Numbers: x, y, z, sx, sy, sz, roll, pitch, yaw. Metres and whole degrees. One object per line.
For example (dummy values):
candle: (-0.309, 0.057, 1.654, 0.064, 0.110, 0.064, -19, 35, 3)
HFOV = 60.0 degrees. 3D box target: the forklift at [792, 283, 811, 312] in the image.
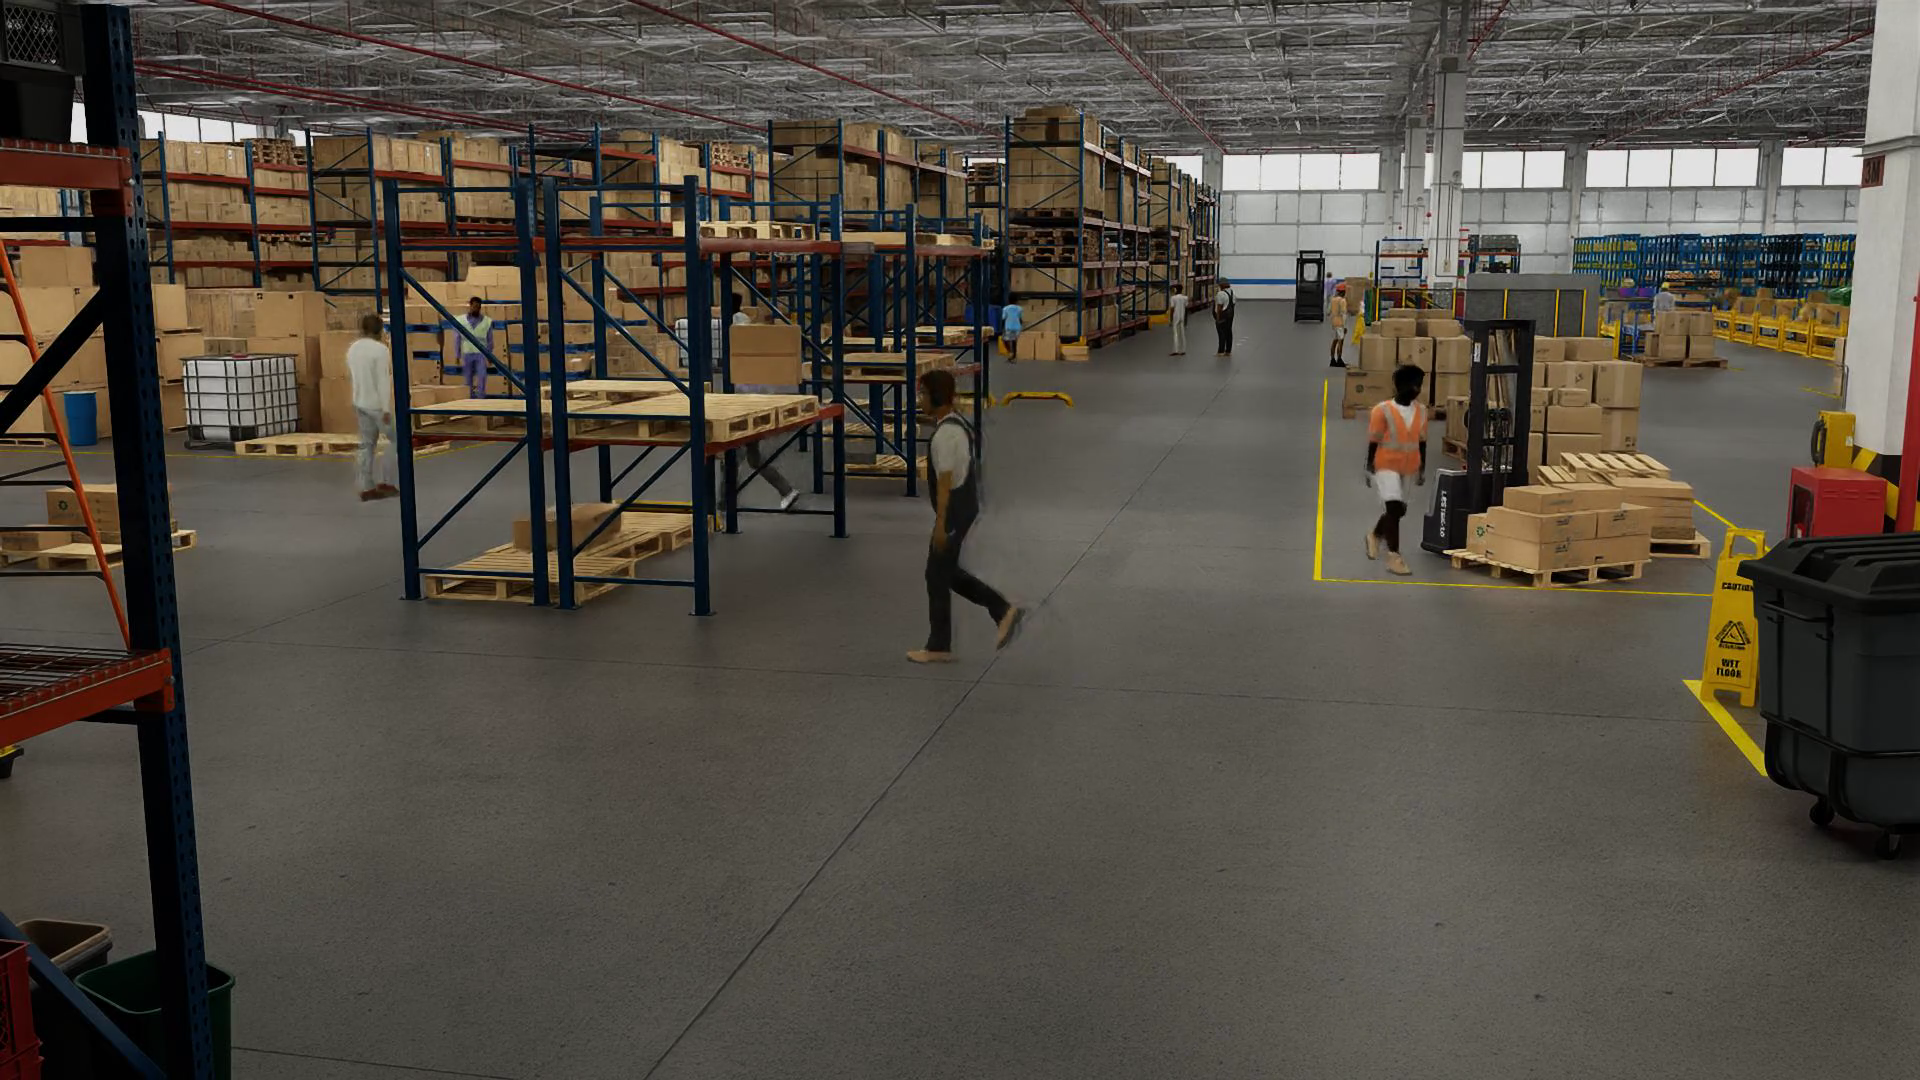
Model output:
forklift: (-7.024, -11.815, 76.169, 1.129, 2.768, 1.873, 2, 10, 12)

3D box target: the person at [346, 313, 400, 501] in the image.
person: (-5.985, -1.367, 17.117, 0.651, 1.921, 0.589, 7, 12, 34)

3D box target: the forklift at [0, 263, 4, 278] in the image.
forklift: (-27.267, -6.828, 46.638, 1.129, 2.768, 1.873, 2, 10, 12)

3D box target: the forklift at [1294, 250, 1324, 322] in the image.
forklift: (13.778, -10.002, 65.433, 1.129, 2.768, 1.873, 2, 10, 12)

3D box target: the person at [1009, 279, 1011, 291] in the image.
person: (1.562, -7.629, 54.470, 0.648, 1.840, 1.045, 3, 10, 15)

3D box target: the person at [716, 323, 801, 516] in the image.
person: (-2.014, -1.155, 16.047, 0.889, 1.880, 0.592, 1, 10, 6)

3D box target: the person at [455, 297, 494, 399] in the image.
person: (-7.918, -3.030, 27.129, 0.613, 1.885, 0.687, -3, 10, -16)

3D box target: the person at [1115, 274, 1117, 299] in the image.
person: (8.615, -13.773, 91.323, 0.501, 1.683, 0.904, 4, 10, 21)

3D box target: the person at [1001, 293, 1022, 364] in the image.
person: (1.228, -5.008, 39.401, 0.539, 1.681, 0.360, -3, 10, -19)

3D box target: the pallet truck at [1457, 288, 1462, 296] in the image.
pallet truck: (20.506, -9.785, 68.819, 0.653, 1.274, 1.630, 2, 10, 12)

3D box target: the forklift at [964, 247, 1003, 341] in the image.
forklift: (0.802, -7.334, 49.637, 1.129, 2.768, 1.873, 2, 10, 12)

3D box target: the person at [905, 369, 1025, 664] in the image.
person: (0.019, -0.137, 10.154, 0.636, 1.821, 0.549, 1, 10, 6)

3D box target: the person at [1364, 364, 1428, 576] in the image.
person: (3.447, -0.586, 13.271, 0.541, 1.661, 0.777, -3, 10, -19)

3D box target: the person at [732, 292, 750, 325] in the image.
person: (-3.536, -2.967, 26.517, 0.387, 1.956, 0.606, 3, 10, 17)

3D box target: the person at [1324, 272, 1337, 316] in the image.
person: (16.166, -10.775, 72.797, 0.636, 1.937, 0.351, 3, 10, 16)

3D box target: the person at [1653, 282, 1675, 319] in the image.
person: (20.387, -6.568, 48.252, 0.596, 1.809, 0.546, 2, 10, 13)

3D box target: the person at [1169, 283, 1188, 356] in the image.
person: (5.593, -5.635, 42.581, 0.526, 1.863, 0.315, -4, 10, -22)

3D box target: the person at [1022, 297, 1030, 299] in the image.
person: (2.168, -7.465, 53.909, 0.541, 1.695, 0.315, -5, 11, -27)

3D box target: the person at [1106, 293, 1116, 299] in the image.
person: (7.547, -12.492, 83.267, 0.620, 1.840, 0.430, -5, 11, -26)

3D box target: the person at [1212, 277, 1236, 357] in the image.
person: (6.690, -5.694, 42.405, 0.536, 2.000, 0.672, 9, 13, 43)

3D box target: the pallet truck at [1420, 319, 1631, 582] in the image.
pallet truck: (4.543, -0.757, 13.299, 0.823, 1.965, 1.885, -4, 10, -22)

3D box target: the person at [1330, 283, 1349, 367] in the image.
person: (8.759, -4.947, 38.290, 0.367, 1.934, 0.553, -4, 10, -21)
